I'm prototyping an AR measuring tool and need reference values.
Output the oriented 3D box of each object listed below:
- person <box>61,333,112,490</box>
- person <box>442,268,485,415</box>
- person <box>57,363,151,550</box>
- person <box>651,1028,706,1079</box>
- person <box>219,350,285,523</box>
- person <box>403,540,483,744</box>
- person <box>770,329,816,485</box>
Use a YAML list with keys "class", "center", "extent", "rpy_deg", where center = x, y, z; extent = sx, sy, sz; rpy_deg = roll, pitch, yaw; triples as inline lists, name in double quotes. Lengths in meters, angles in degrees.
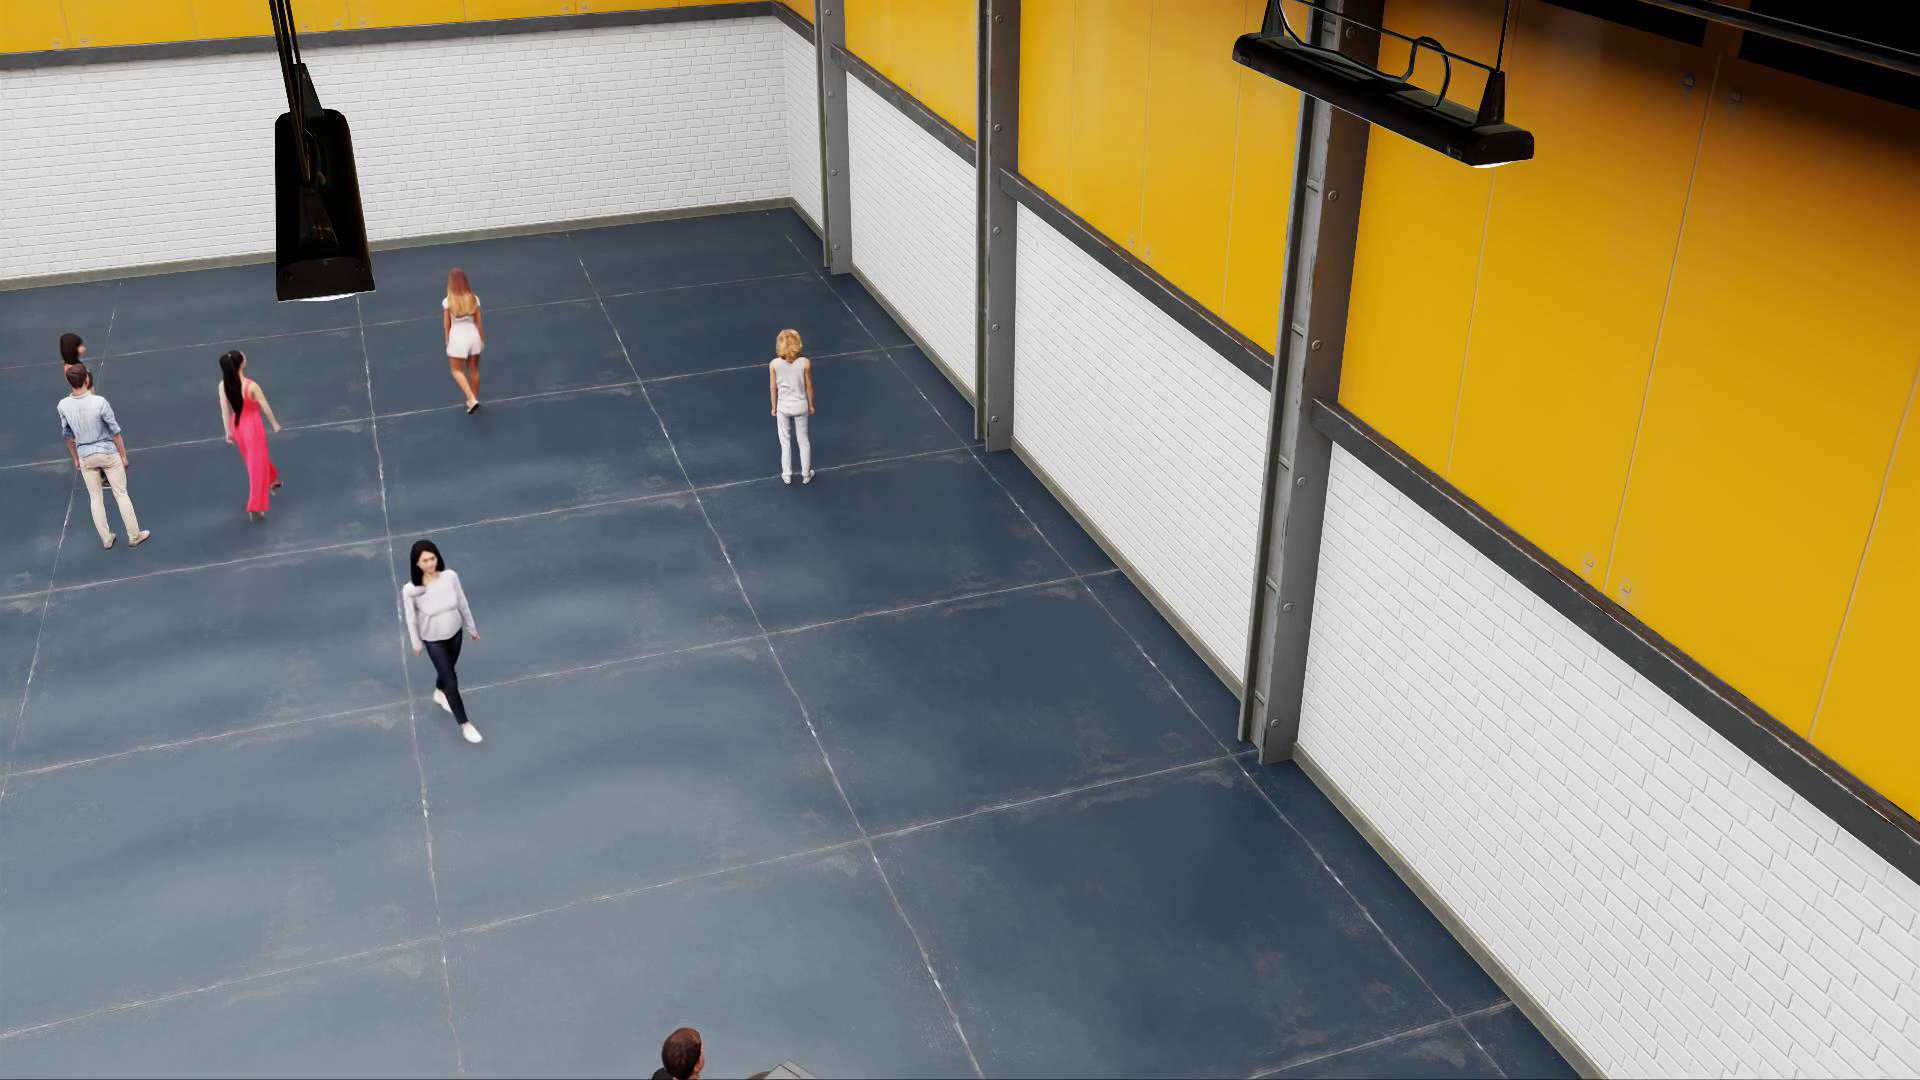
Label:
- class: "person"
  center: [-8.862, -1.315, 16.846]
  extent: [0.663, 1.641, 0.509]
  rpy_deg: [-18, 34, -30]
- class: "person"
  center: [-5.448, -2.148, 18.338]
  extent: [0.685, 1.676, 0.859]
  rpy_deg: [-16, 33, -27]
- class: "person"
  center: [-8.117, -0.788, 15.666]
  extent: [0.697, 1.847, 0.613]
  rpy_deg: [-4, 29, -7]
- class: "person"
  center: [-1.321, 3.175, 8.384]
  extent: [0.734, 1.863, 0.825]
  rpy_deg: [17, 33, 28]
- class: "person"
  center: [-6.962, -0.980, 16.179]
  extent: [0.935, 1.691, 1.107]
  rpy_deg: [6, 29, 11]
- class: "person"
  center: [-4.103, 0.727, 13.086]
  extent: [0.918, 1.657, 1.181]
  rpy_deg: [-24, 37, -37]
- class: "person"
  center: [-1.705, -1.359, 16.896]
  extent: [0.657, 1.671, 0.634]
  rpy_deg: [-1, 29, -3]
